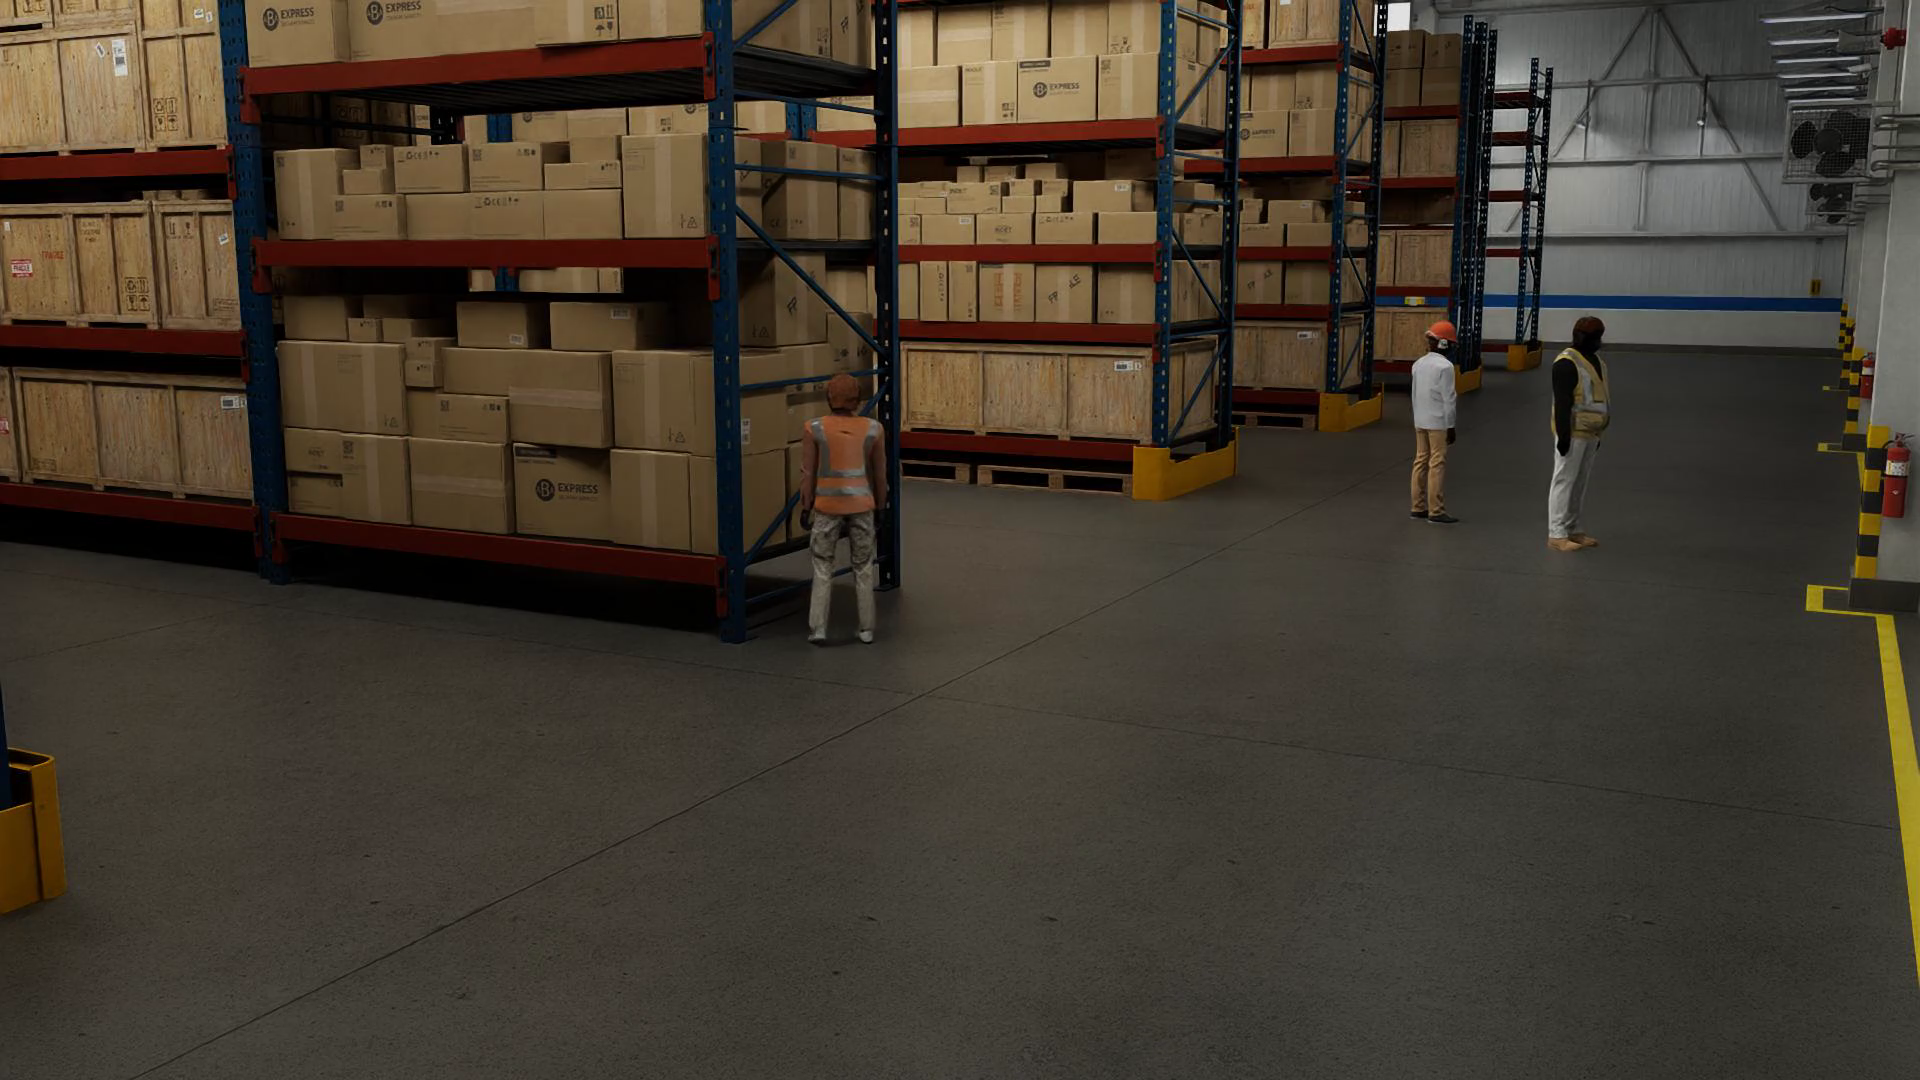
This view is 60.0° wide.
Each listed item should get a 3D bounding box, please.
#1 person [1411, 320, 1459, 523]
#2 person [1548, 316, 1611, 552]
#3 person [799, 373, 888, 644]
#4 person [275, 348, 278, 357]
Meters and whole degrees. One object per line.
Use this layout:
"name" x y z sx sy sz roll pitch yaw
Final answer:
"person" 4.136 -1.024 14.438 0.327 1.750 0.561 -3 10 -18
"person" 4.881 -0.834 13.091 0.430 1.840 0.625 10 14 44
"person" -0.686 -0.172 9.873 0.527 1.630 0.315 -2 10 -11
"person" -8.006 -1.981 19.469 0.368 1.929 0.542 -3 10 -16
